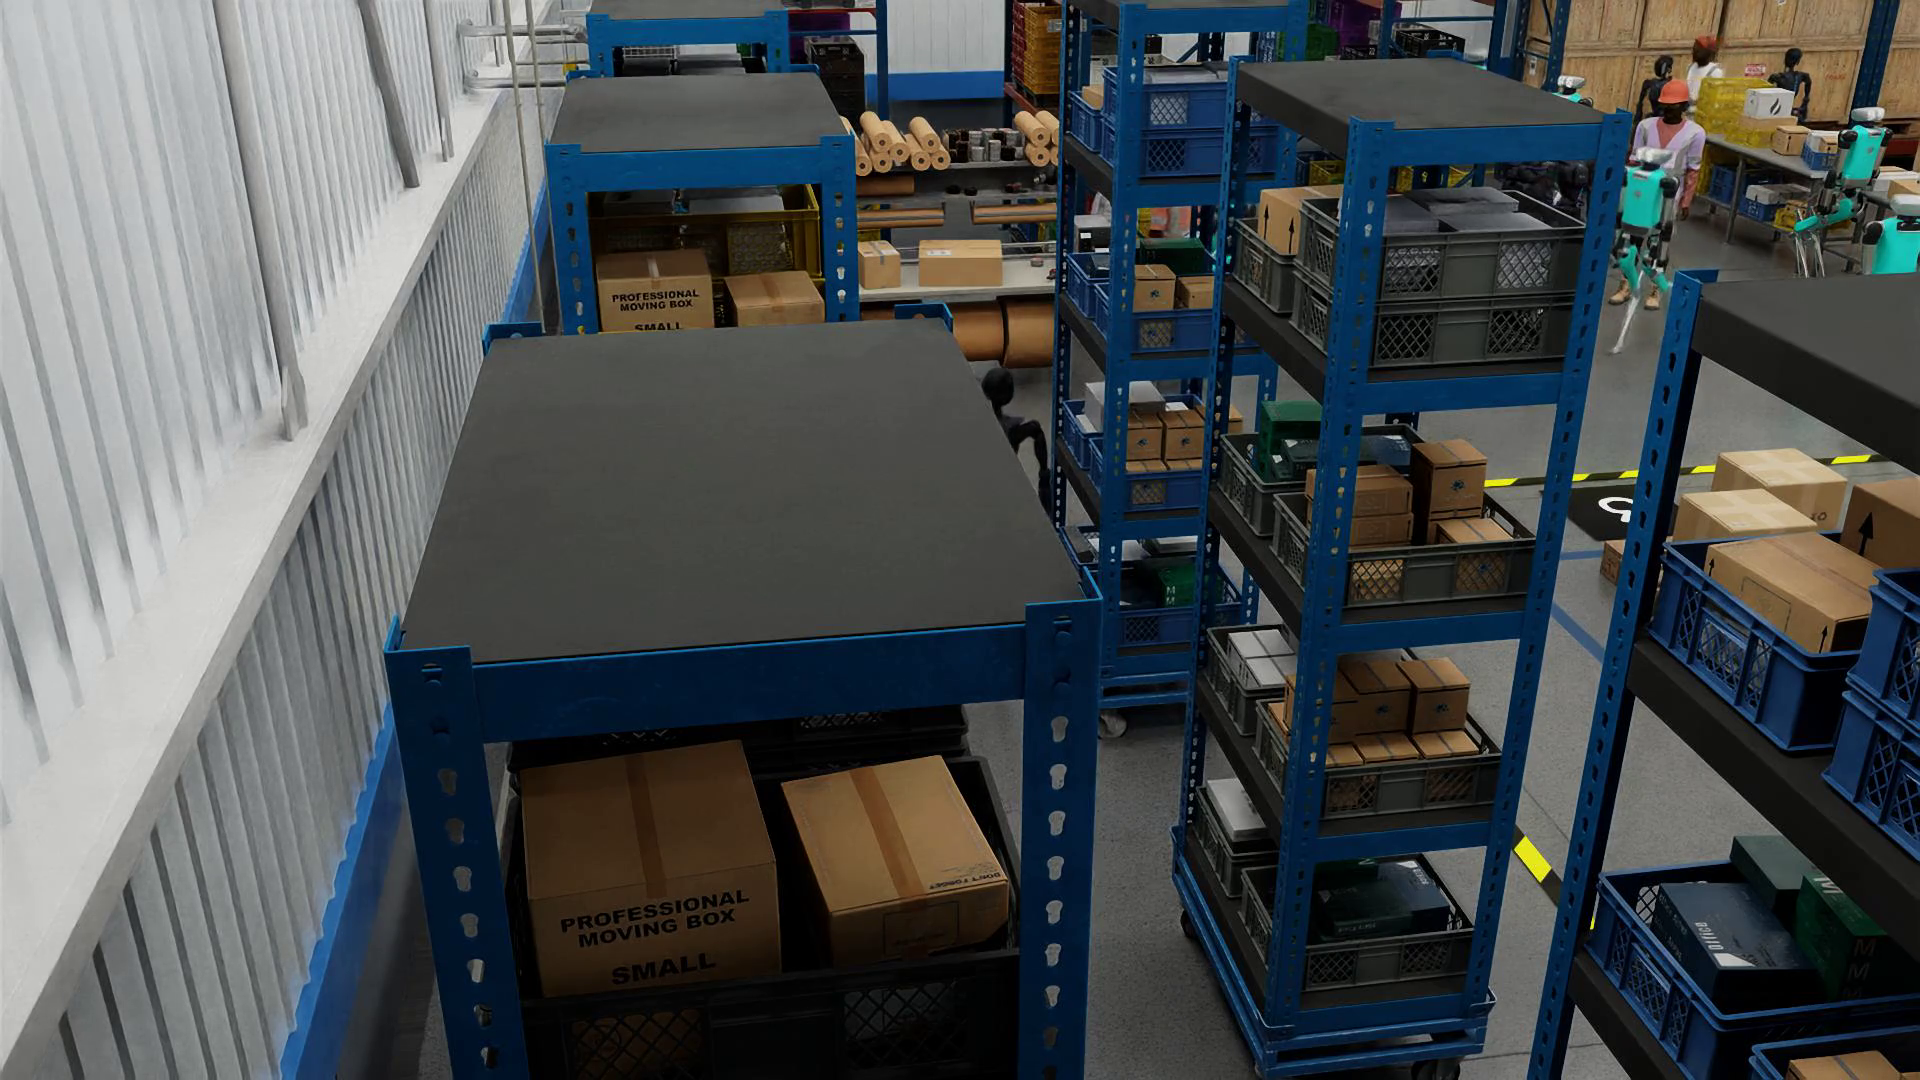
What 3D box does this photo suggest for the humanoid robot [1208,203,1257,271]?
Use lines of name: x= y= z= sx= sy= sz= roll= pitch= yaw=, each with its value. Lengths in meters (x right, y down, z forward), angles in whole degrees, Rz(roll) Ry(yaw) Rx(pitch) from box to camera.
humanoid robot: x=2.137 y=-2.500 z=13.964 sx=0.555 sy=1.730 sz=1.033 roll=19 pitch=31 yaw=35

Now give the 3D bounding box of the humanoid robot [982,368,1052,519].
humanoid robot: x=0.234 y=-0.154 z=8.993 sx=0.594 sy=1.620 sz=0.786 roll=6 pitch=25 yaw=12

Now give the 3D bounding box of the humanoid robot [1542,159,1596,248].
humanoid robot: x=5.430 y=-2.835 z=14.812 sx=0.602 sy=1.649 sz=0.610 roll=-9 pitch=26 yaw=-19

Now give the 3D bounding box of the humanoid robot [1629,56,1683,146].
humanoid robot: x=7.768 y=-4.557 z=18.538 sx=0.395 sy=1.639 sz=0.613 roll=-16 pitch=29 yaw=-31

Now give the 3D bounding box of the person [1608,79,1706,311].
person: x=6.238 y=-3.078 z=14.869 sx=0.604 sy=2.044 sz=0.374 roll=17 pitch=30 yaw=32

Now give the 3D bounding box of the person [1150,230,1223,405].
person: x=1.456 y=-1.100 z=10.795 sx=0.590 sy=1.851 sz=0.401 roll=-3 pitch=25 yaw=-7

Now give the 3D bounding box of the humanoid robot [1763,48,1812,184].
humanoid robot: x=9.326 y=-4.734 z=18.886 sx=0.599 sy=1.657 sz=0.315 roll=-3 pitch=25 yaw=-6

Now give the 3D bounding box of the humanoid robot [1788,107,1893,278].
humanoid robot: x=7.975 y=-3.159 z=15.248 sx=0.533 sy=1.677 sz=0.735 roll=-8 pitch=26 yaw=-16

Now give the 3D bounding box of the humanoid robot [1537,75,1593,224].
humanoid robot: x=6.130 y=-3.846 z=16.742 sx=0.736 sy=1.677 sz=0.533 roll=-22 pitch=33 yaw=-39

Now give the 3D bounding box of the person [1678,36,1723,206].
person: x=8.152 y=-4.638 z=18.472 sx=0.409 sy=1.866 sz=0.597 roll=-6 pitch=25 yaw=-12

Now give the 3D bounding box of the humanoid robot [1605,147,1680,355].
humanoid robot: x=5.797 y=-2.411 z=13.816 sx=0.972 sy=1.775 sz=0.557 roll=-18 pitch=30 yaw=-33

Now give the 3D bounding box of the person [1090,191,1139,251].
person: x=1.277 y=-2.498 z=13.856 sx=0.404 sy=1.833 sz=0.589 roll=2 pitch=25 yaw=4

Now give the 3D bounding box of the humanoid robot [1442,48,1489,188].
humanoid robot: x=5.471 y=-4.610 z=18.613 sx=1.043 sy=1.760 sz=0.556 roll=8 pitch=26 yaw=18

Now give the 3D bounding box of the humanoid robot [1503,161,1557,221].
humanoid robot: x=5.461 y=-3.451 z=16.123 sx=0.473 sy=1.646 sz=0.609 roll=-16 pitch=29 yaw=-31

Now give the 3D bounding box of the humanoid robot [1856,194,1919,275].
humanoid robot: x=6.647 y=-1.549 z=11.747 sx=0.533 sy=1.677 sz=0.735 roll=0 pitch=25 yaw=1

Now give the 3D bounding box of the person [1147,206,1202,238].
person: x=1.688 y=-2.271 z=13.222 sx=0.604 sy=1.955 sz=0.400 roll=-17 pitch=30 yaw=-33
